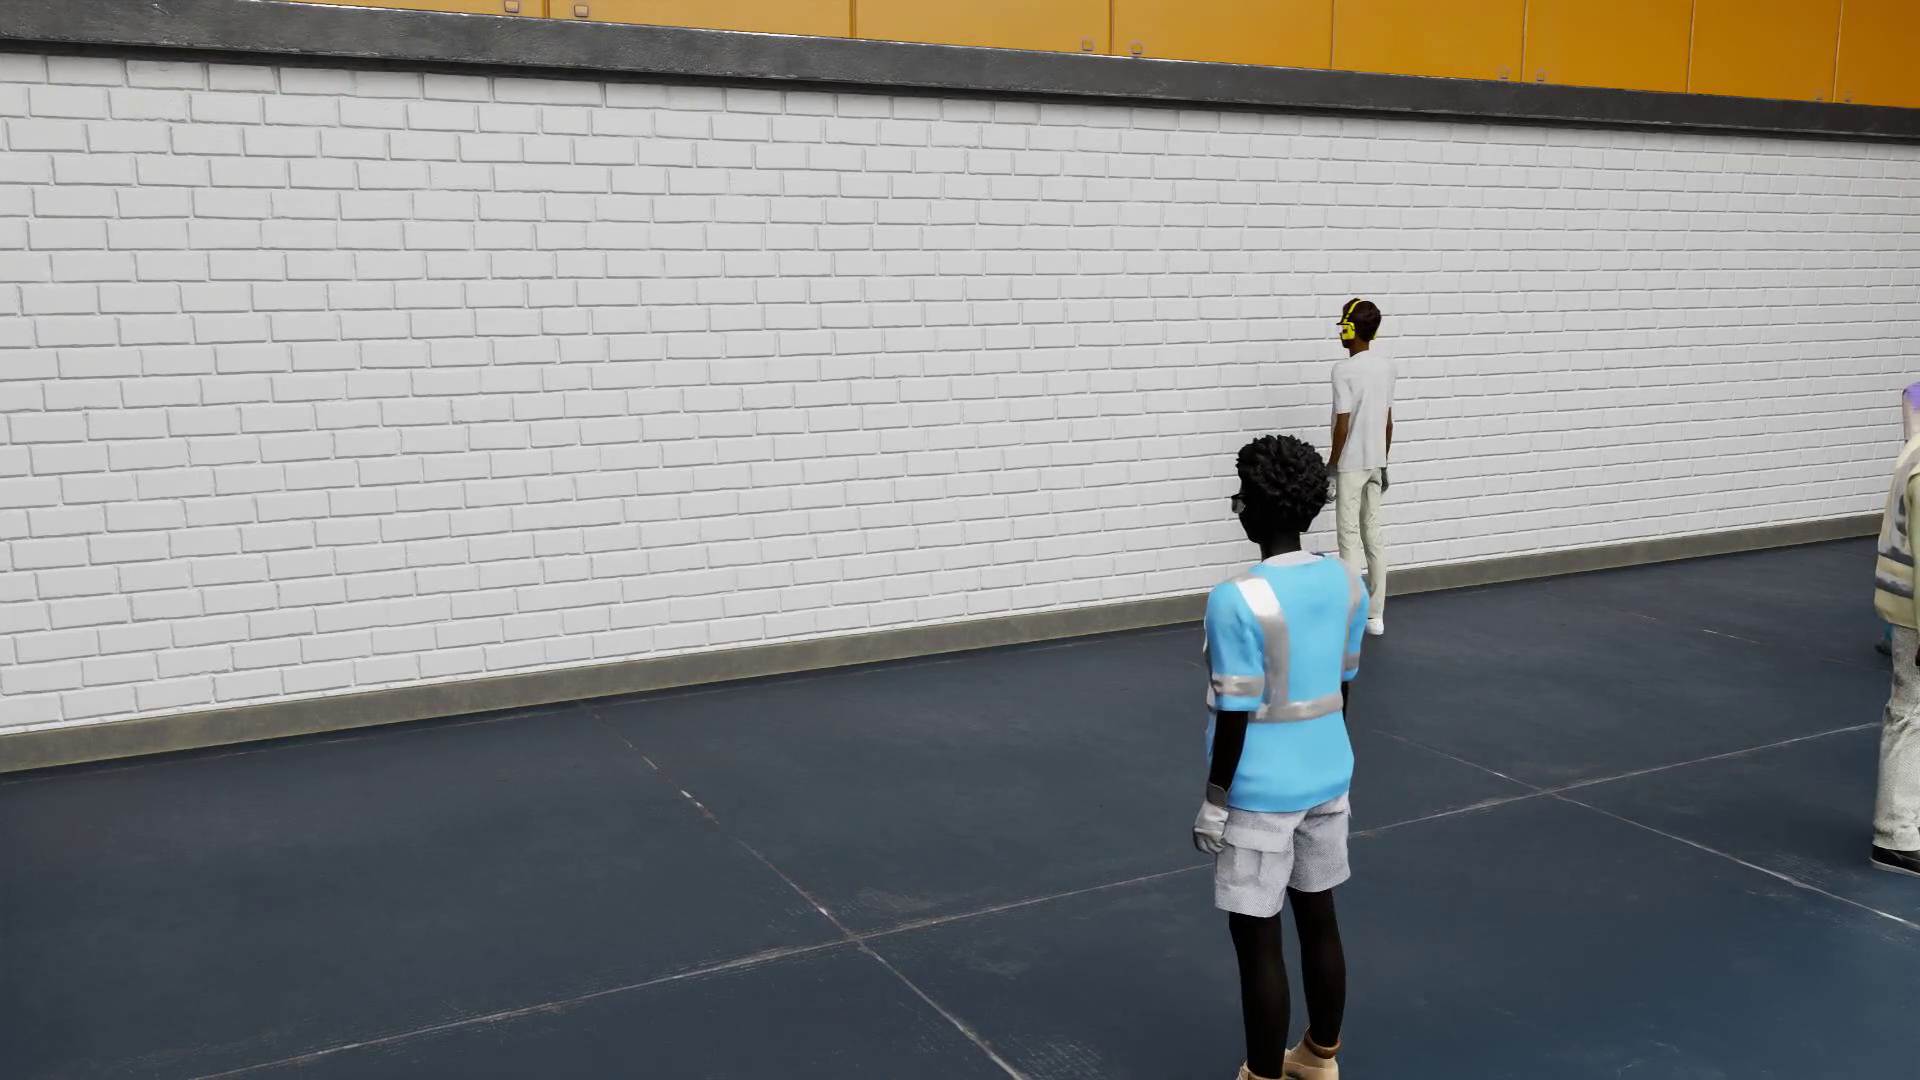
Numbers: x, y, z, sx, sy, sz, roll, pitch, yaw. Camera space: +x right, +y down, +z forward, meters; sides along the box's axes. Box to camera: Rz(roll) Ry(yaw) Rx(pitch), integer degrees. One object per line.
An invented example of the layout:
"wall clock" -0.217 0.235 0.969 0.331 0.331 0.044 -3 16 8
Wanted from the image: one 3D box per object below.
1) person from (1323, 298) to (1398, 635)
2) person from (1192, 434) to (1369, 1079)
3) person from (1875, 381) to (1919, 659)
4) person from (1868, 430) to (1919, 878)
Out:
"person" 2.169 -0.383 9.135 0.519 1.874 0.326 -8 12 -37
"person" 0.761 0.593 4.018 0.540 1.695 0.317 -9 13 -42
"person" 4.951 -0.197 8.289 0.584 1.797 0.965 1 10 7
"person" 3.344 0.244 5.678 0.403 1.825 0.592 5 11 29
